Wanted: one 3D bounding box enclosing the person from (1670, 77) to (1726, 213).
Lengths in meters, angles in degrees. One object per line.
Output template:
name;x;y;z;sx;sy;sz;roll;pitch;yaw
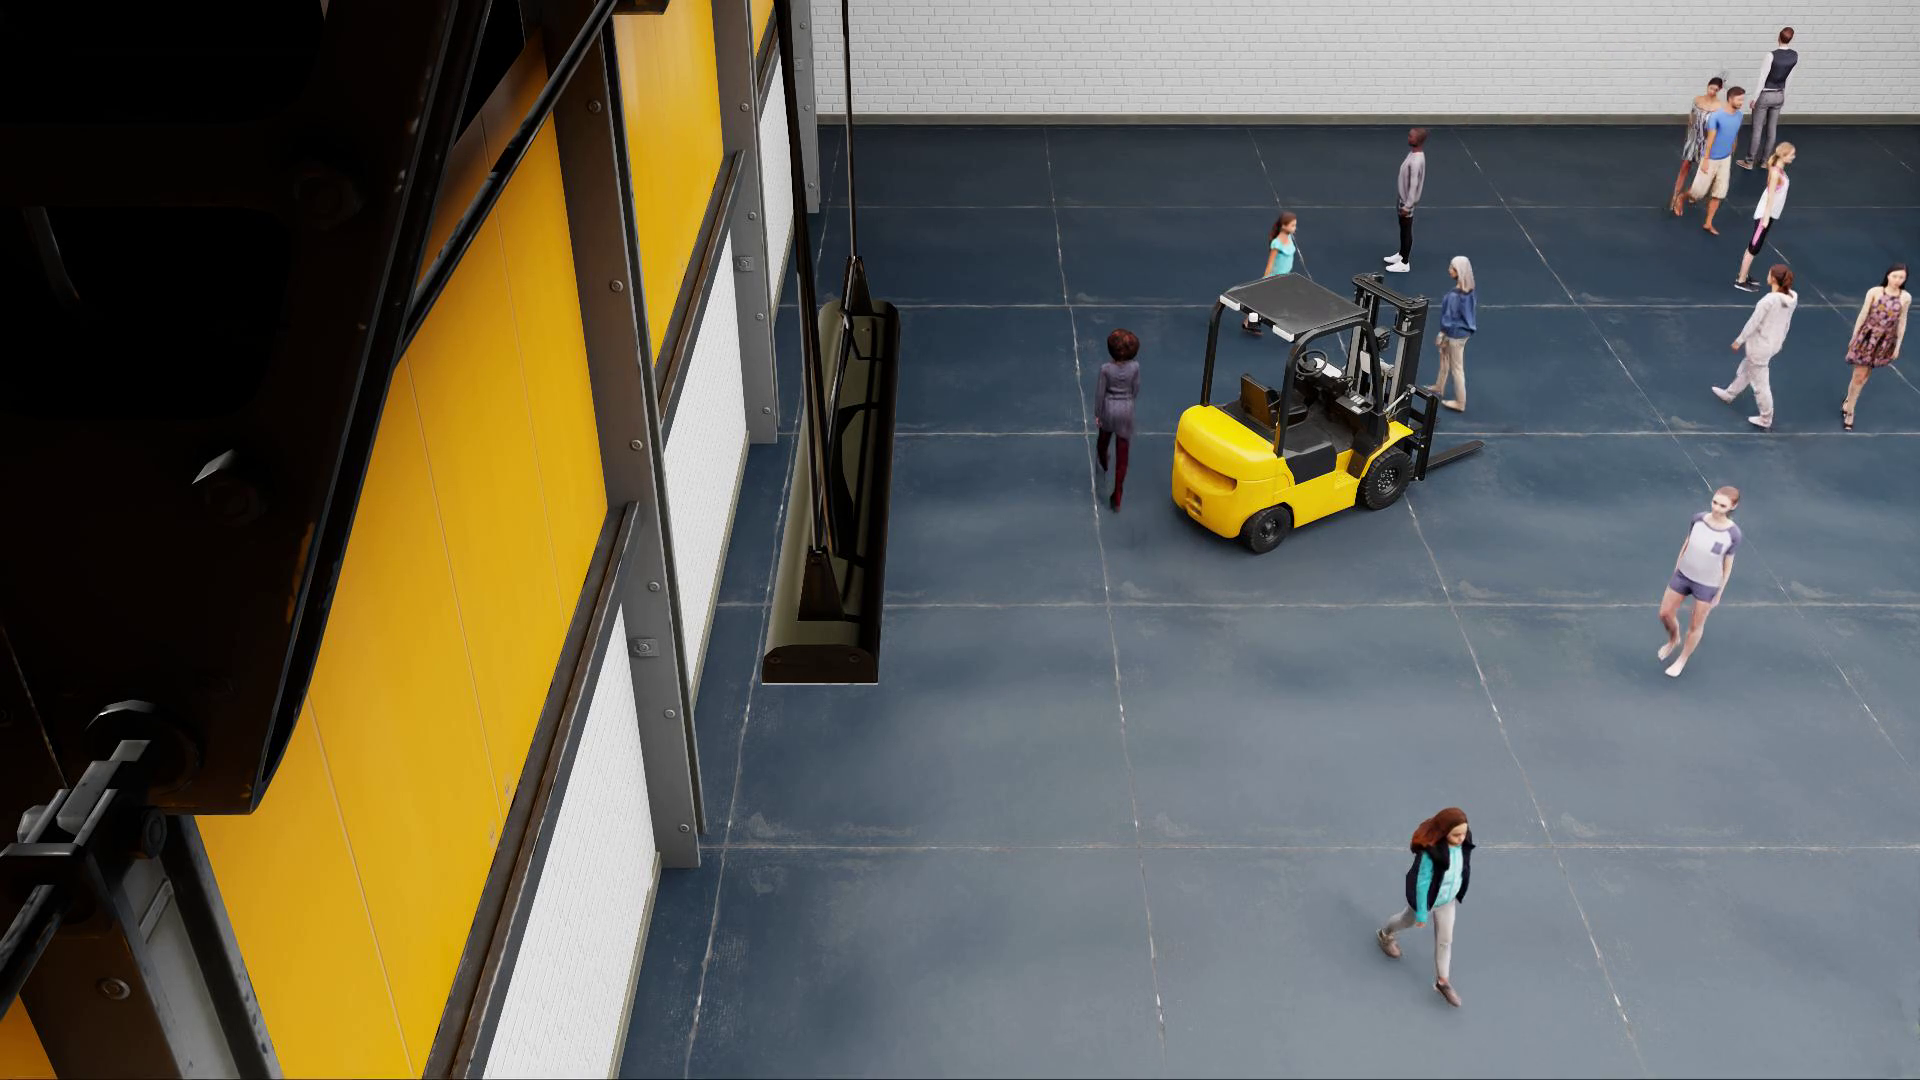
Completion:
person;9.616;-5.150;21.537;1.073;1.780;0.996;-26;42;-34

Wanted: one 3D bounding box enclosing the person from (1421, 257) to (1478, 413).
person;5.168;-2.075;17.005;0.933;1.676;0.886;28;43;35

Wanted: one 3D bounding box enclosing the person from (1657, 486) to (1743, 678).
person;5.981;0.294;13.364;0.776;1.760;0.714;-27;42;-34

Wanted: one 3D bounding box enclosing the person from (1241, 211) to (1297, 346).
person;3.431;-2.902;18.398;0.964;1.510;1.065;19;38;26

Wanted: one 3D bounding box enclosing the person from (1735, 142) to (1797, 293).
person;9.441;-3.811;19.517;0.747;1.787;0.615;16;37;23

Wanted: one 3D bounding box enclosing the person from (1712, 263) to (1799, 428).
person;8.181;-1.924;16.801;0.972;1.650;1.152;-17;37;-24

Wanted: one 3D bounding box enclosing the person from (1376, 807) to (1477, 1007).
person;2.984;2.243;10.700;0.873;1.463;1.070;-16;37;-23

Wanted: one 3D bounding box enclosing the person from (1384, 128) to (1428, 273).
person;5.387;-4.085;19.943;0.707;1.771;0.505;5;34;7

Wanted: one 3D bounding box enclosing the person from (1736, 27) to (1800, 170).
person;11.088;-6.054;22.755;0.673;1.937;0.592;-3;34;-5

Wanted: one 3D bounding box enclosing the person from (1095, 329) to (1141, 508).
person;1.494;-1.111;15.562;0.582;1.667;1.096;-1;34;-1

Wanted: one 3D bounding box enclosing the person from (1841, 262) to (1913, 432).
person;9.239;-2.018;16.846;0.758;1.757;0.924;8;35;13

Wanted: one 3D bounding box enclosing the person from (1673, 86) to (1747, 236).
person;9.488;-4.830;20.991;0.805;1.851;1.064;-8;34;-12
